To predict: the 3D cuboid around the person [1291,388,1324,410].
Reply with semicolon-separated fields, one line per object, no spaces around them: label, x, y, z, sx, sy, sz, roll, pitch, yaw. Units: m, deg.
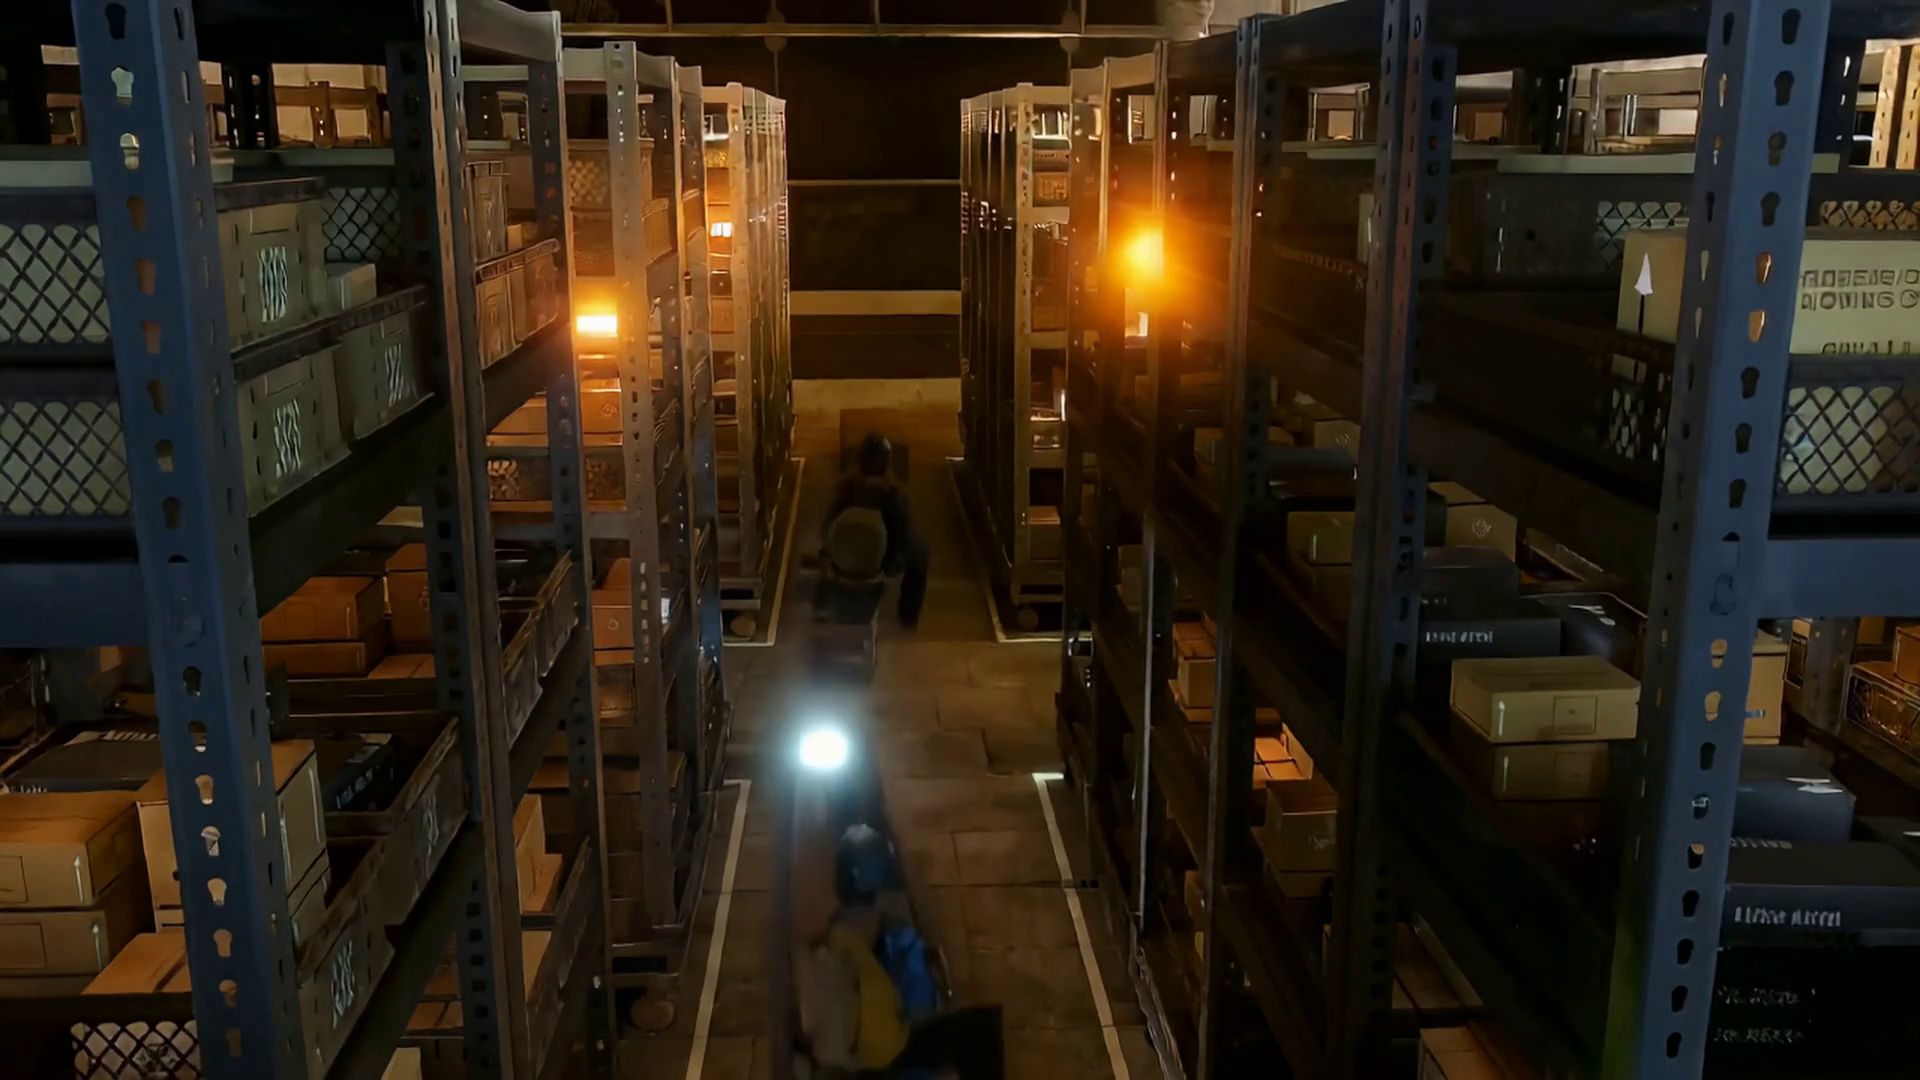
person;2.249;-0.380;11.555;0.600;1.809;0.812;1;14;3
